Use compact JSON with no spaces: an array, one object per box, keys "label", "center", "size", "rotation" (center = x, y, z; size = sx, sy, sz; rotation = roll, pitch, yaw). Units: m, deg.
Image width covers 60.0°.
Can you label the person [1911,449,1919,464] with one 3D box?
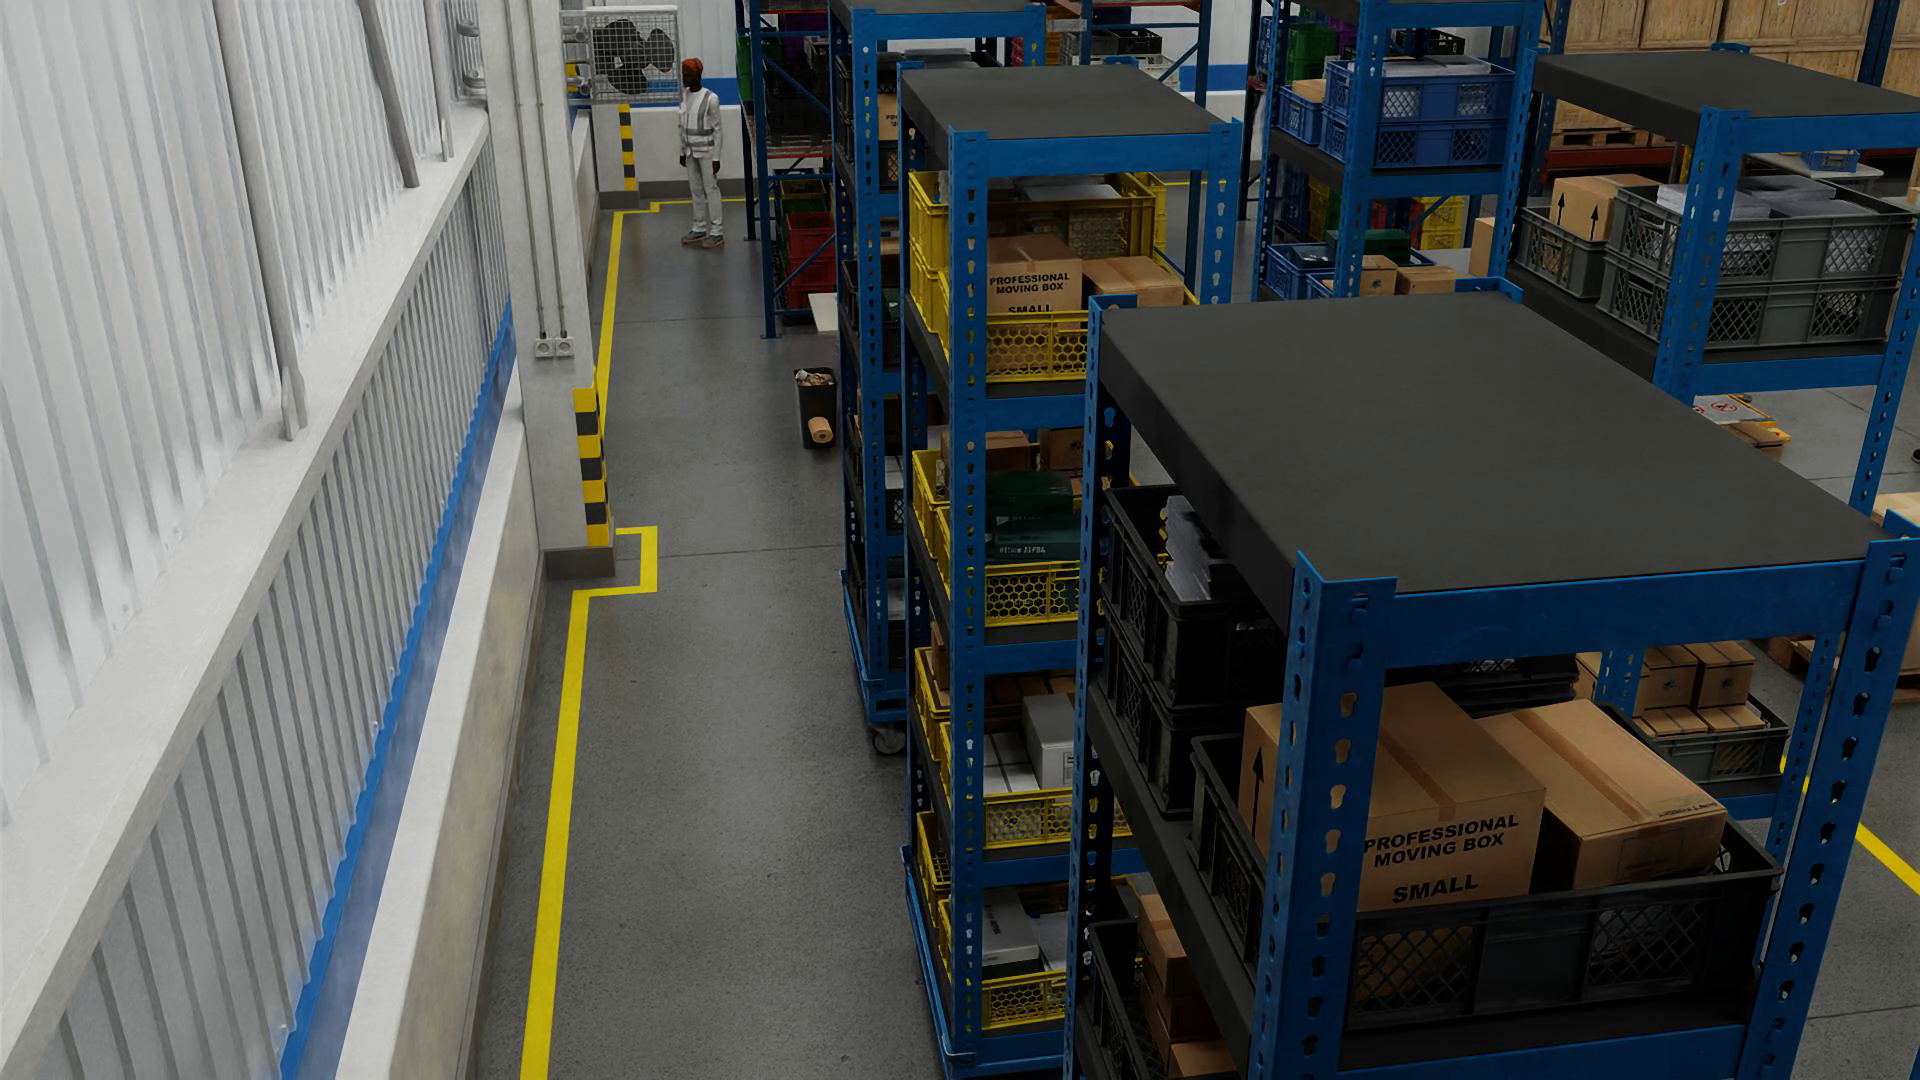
[{"label":"person","center":[6.922,-1.348,11.353],"size":[0.592,1.823,0.404],"rotation":[6,25,13]}]

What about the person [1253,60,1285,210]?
[{"label":"person","center":[3.457,-4.578,18.252],"size":[0.669,1.916,0.575],"rotation":[13,28,27]}]

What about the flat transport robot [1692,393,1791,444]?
[{"label":"flat transport robot","center":[5.224,-0.859,12.132],"size":[1.431,0.197,0.652],"rotation":[-4,25,-8]}]

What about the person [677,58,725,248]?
[{"label":"person","center":[-2.640,-3.921,16.877],"size":[0.584,1.879,0.337],"rotation":[20,31,36]}]
